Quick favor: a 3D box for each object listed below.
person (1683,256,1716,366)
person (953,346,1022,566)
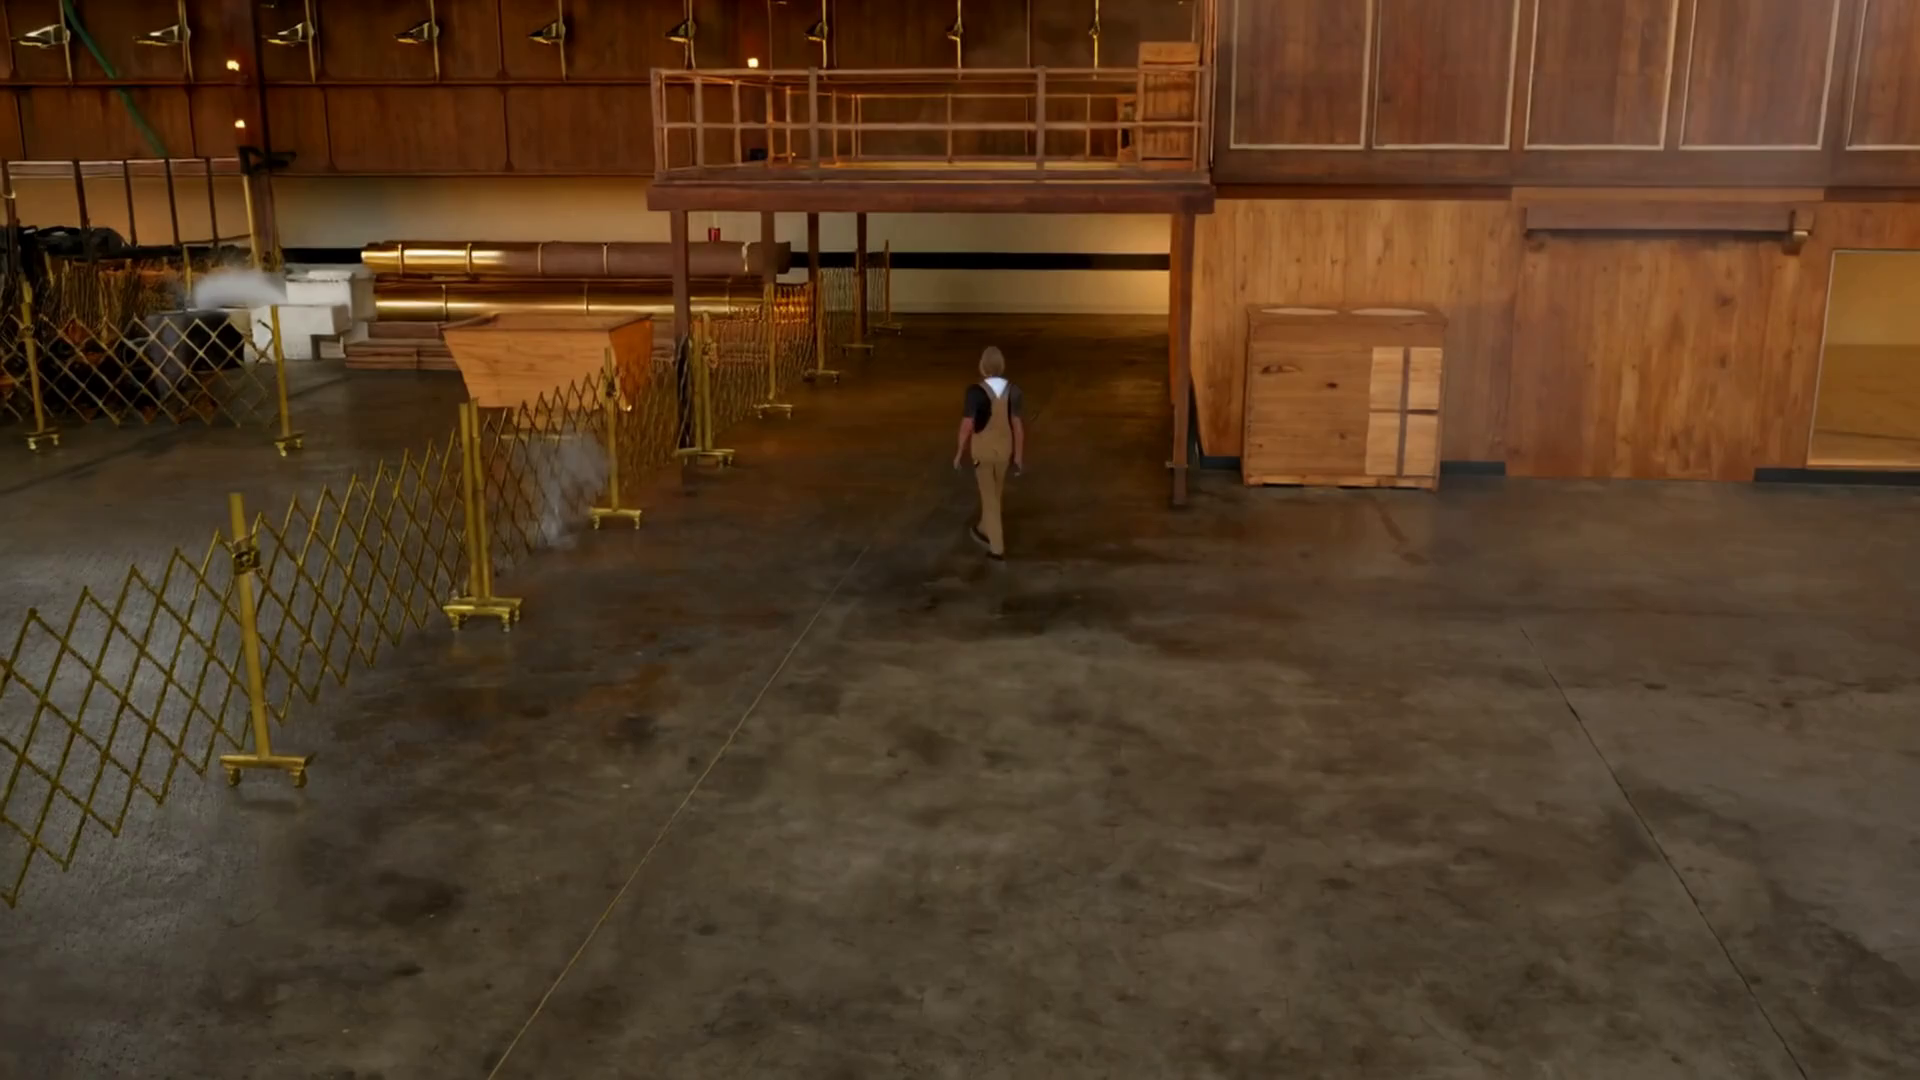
[{"bbox_3d":[11.113,-3.382,24.829,1.007,1.814,0.547,0,14,-2],"label":"person"},{"bbox_3d":[0.233,-0.742,14.081,0.513,1.794,0.959,-6,15,-23],"label":"person"}]
